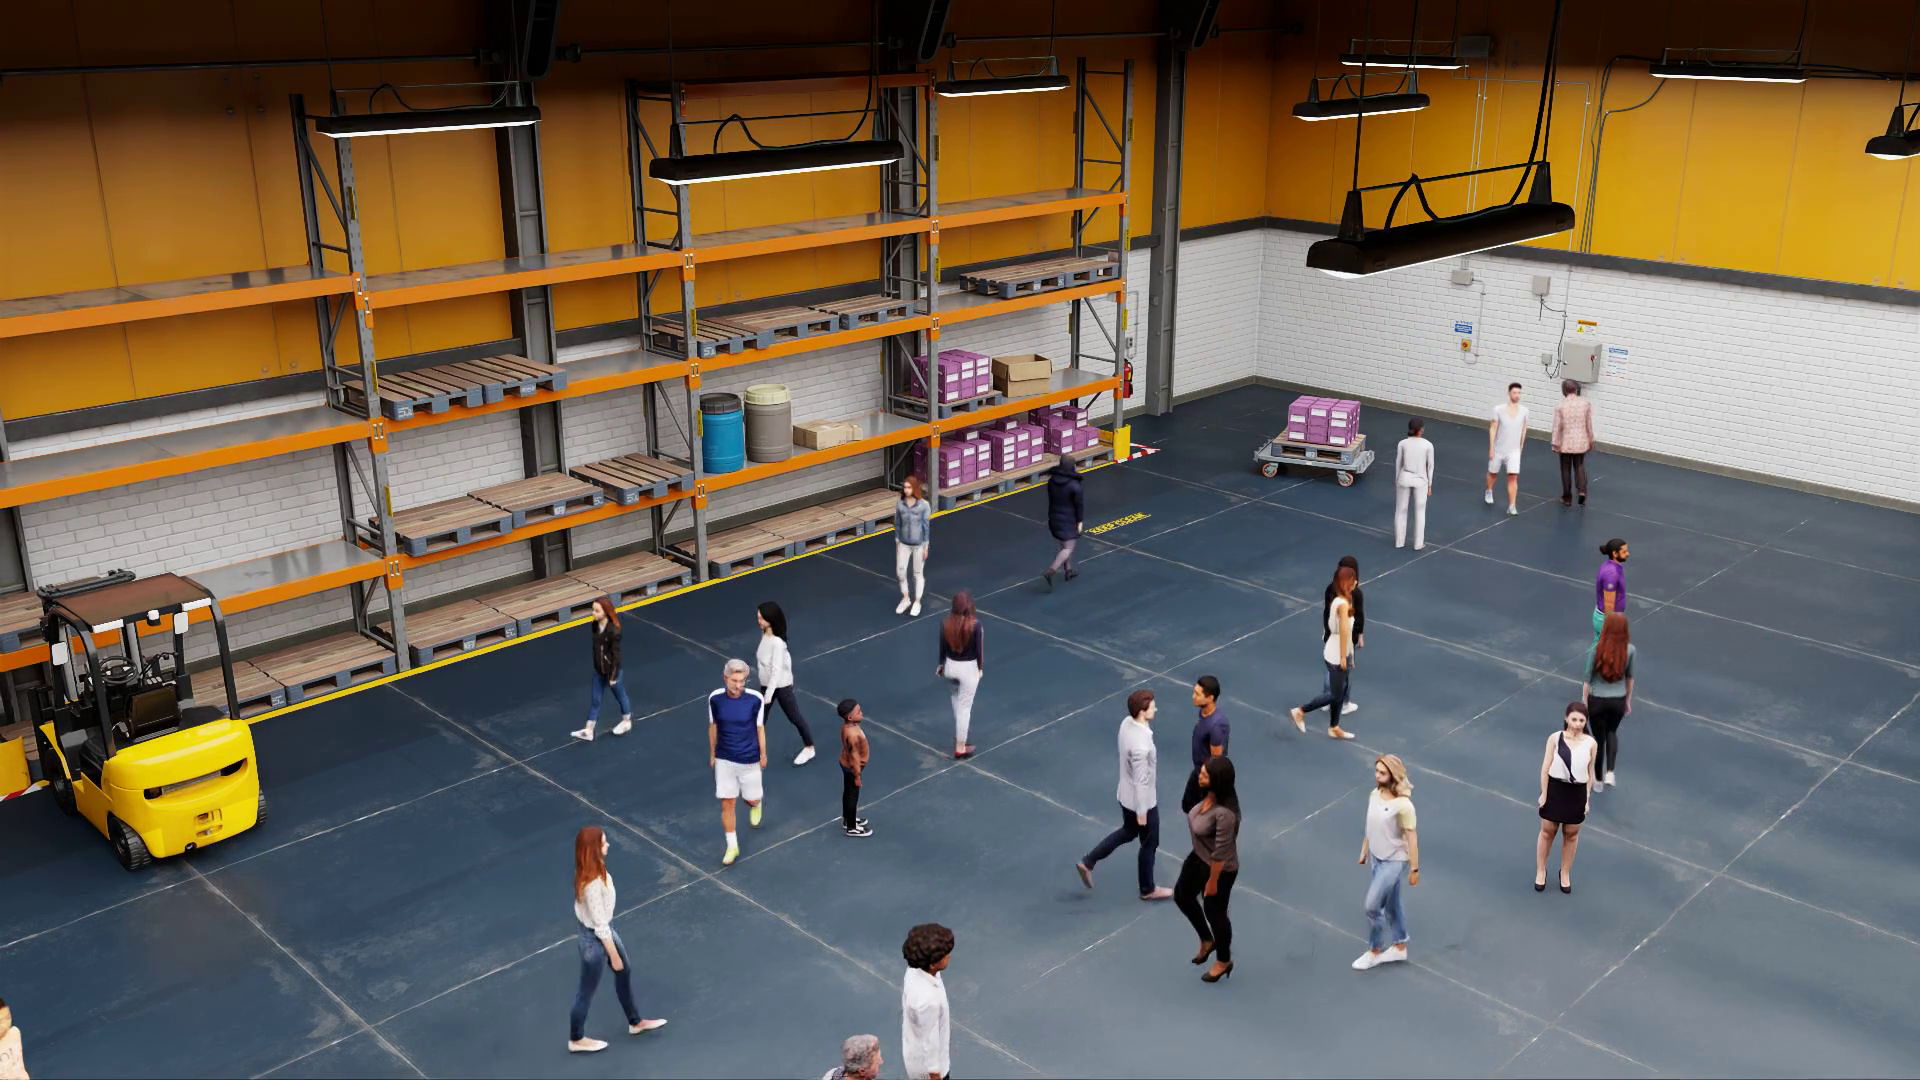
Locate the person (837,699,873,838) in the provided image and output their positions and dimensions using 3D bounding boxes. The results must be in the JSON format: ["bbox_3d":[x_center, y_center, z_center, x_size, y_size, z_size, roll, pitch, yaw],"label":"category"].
[{"bbox_3d":[-0.940,1.956,14.419,0.625,1.253,0.598,-4,19,-12],"label":"person"}]

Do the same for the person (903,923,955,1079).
[{"bbox_3d":[-0.268,3.121,10.104,0.975,1.801,0.896,-3,19,-8],"label":"person"}]

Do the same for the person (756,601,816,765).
[{"bbox_3d":[-1.622,1.366,15.549,1.166,1.651,0.821,-12,22,-32],"label":"person"}]

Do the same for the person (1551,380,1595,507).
[{"bbox_3d":[8.605,-1.319,23.321,0.924,1.779,0.982,2,19,6],"label":"person"}]

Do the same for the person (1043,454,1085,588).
[{"bbox_3d":[1.236,-0.221,20.251,0.681,1.657,0.996,16,24,39],"label":"person"}]

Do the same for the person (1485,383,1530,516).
[{"bbox_3d":[7.573,-1.297,23.209,1.209,1.809,1.312,1,19,3],"label":"person"}]

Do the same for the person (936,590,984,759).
[{"bbox_3d":[-0.004,1.295,15.891,0.776,1.567,0.996,14,23,35],"label":"person"}]

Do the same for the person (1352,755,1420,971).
[{"bbox_3d":[3.277,2.389,12.431,0.885,1.702,0.811,-7,20,-19],"label":"person"}]

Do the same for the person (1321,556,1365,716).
[{"bbox_3d":[3.853,0.952,16.791,0.616,1.644,0.574,12,22,32],"label":"person"}]

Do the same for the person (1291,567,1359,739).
[{"bbox_3d":[3.568,1.116,16.107,0.907,1.769,0.909,4,19,12],"label":"person"}]

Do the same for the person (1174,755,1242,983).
[{"bbox_3d":[1.953,2.405,12.188,0.849,1.827,0.800,-2,19,-6],"label":"person"}]

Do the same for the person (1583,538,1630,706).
[{"bbox_3d":[6.592,0.819,16.990,0.767,1.767,0.648,6,20,18],"label":"person"}]

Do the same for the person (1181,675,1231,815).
[{"bbox_3d":[2.139,1.924,13.689,0.847,1.781,0.804,-2,19,-6],"label":"person"}]

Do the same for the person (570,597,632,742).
[{"bbox_3d":[-3.378,1.234,16.247,0.676,1.456,0.931,13,23,34],"label":"person"}]

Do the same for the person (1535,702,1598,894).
[{"bbox_3d":[4.889,2.078,13.438,0.633,1.648,0.661,4,19,11],"label":"person"}]

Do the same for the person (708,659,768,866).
[{"bbox_3d":[-1.844,1.801,14.010,1.012,1.809,1.103,2,19,7],"label":"person"}]

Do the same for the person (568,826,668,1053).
[{"bbox_3d":[-2.576,2.747,11.364,1.018,1.706,0.897,-3,19,-9],"label":"person"}]

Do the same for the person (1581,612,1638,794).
[{"bbox_3d":[5.847,1.509,14.993,0.732,1.735,0.792,1,19,4],"label":"person"}]

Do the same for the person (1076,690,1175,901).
[{"bbox_3d":[1.326,2.046,13.249,1.162,1.830,1.034,-3,19,-8],"label":"person"}]

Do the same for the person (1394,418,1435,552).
[{"bbox_3d":[5.899,-0.739,21.665,0.697,1.736,0.654,8,20,23],"label":"person"}]

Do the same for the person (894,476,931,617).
[{"bbox_3d":[-0.517,0.045,19.410,0.707,1.690,0.723,5,19,15],"label":"person"}]
